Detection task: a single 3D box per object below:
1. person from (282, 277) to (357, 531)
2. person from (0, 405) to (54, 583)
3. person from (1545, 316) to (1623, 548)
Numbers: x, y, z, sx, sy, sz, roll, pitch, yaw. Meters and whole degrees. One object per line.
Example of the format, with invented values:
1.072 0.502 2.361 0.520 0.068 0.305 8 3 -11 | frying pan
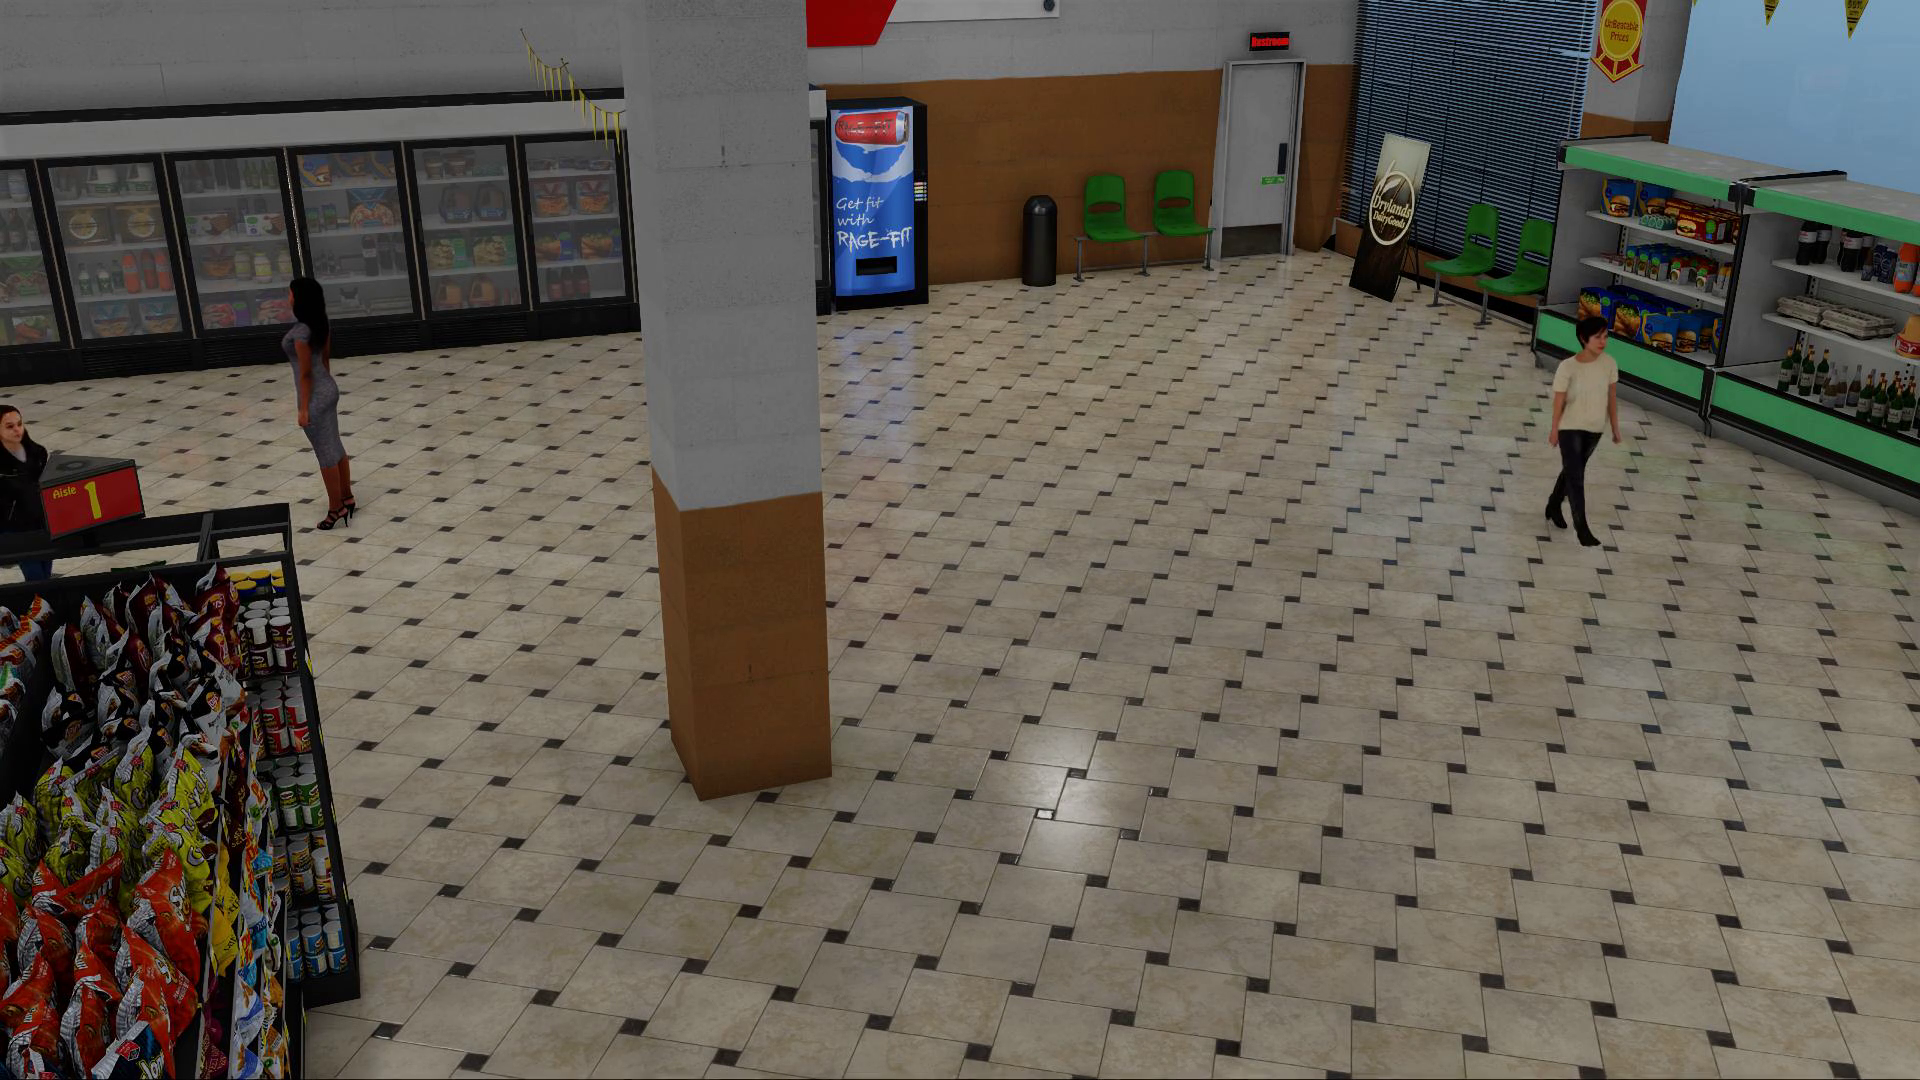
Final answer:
-4.450 -0.951 11.569 0.714 1.781 0.582 1 22 3 | person
-5.583 -0.110 9.888 0.699 1.474 0.650 12 25 27 | person
4.213 -0.767 11.413 0.645 1.555 0.989 -6 23 -15 | person
